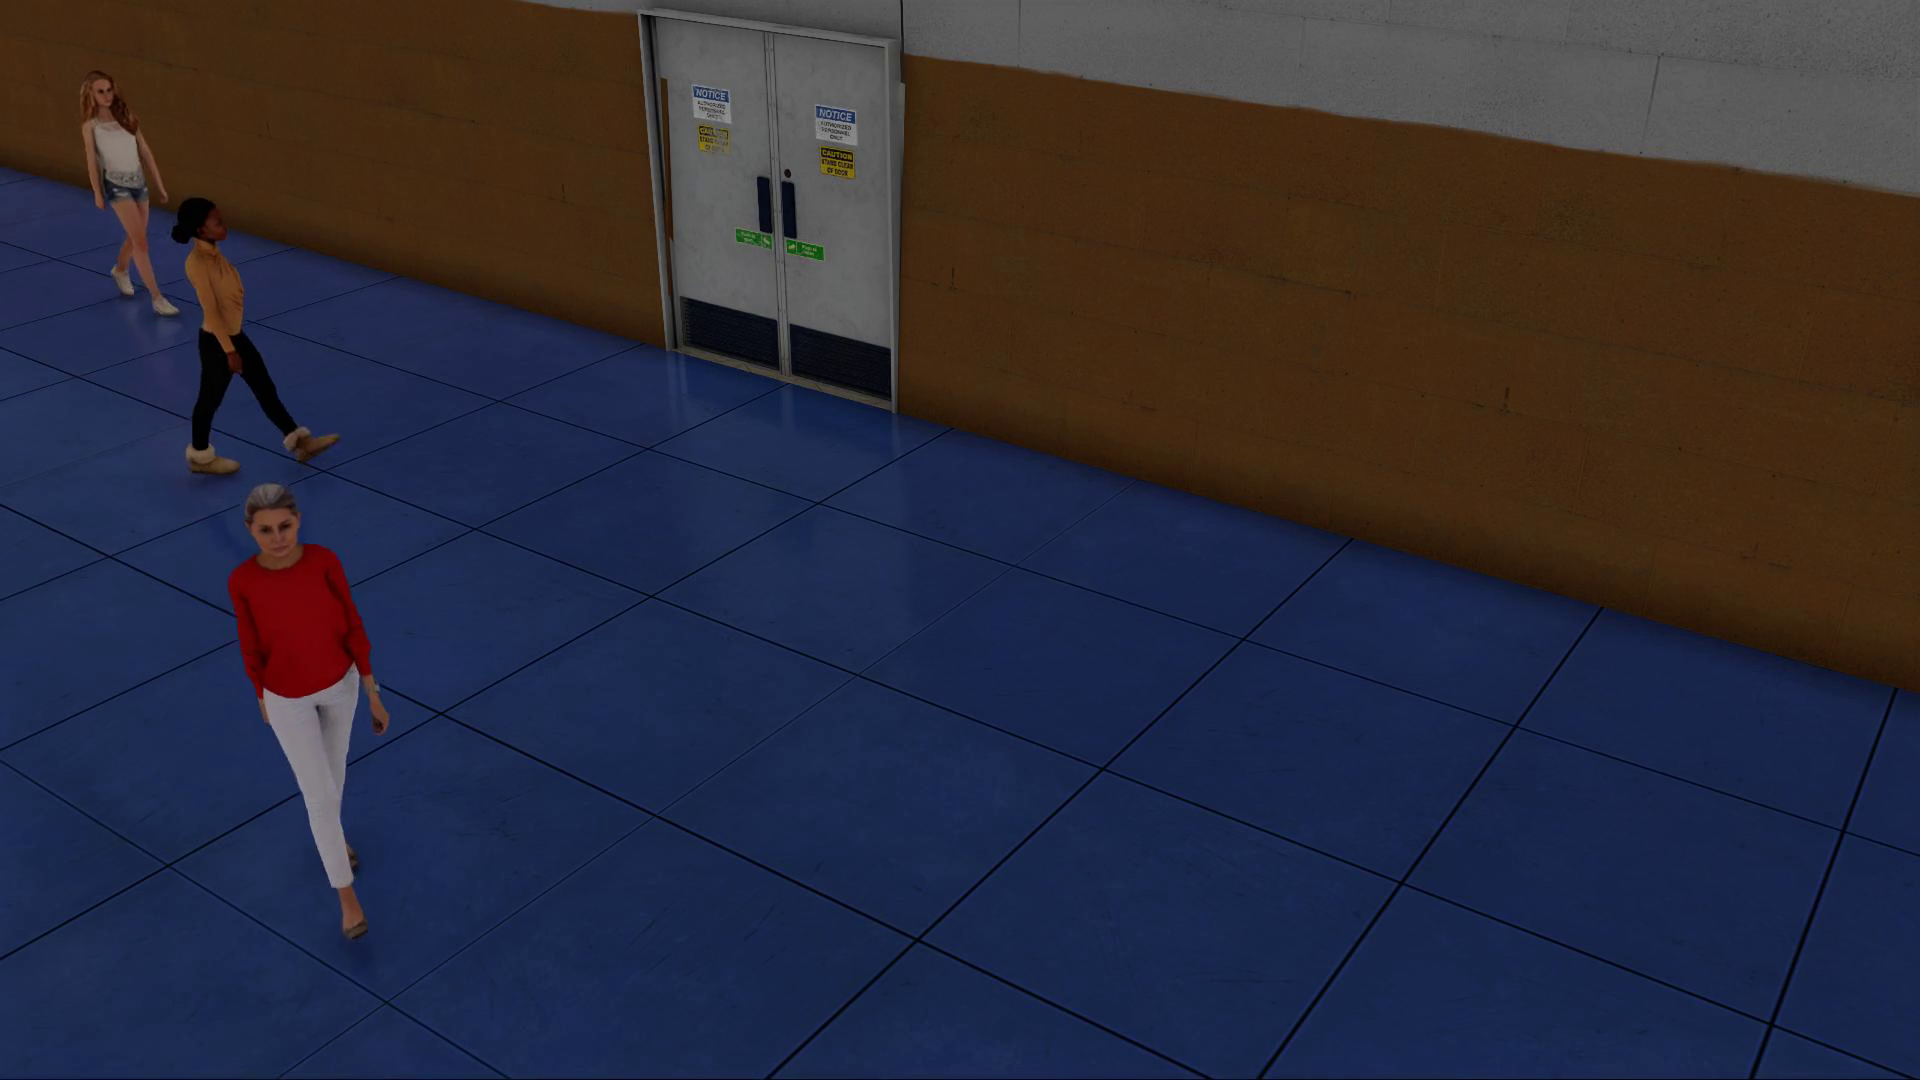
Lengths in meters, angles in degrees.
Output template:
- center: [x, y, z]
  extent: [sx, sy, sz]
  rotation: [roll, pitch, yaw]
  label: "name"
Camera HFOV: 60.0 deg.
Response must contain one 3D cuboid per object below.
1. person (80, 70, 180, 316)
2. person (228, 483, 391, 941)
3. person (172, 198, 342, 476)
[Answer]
- center: [-6.099, -2.520, 12.069]
  extent: [0.644, 1.725, 1.042]
  rotation: [16, 31, 28]
  label: "person"
- center: [-2.389, 0.544, 6.101]
  extent: [1.037, 1.659, 0.862]
  rotation: [-18, 32, -31]
  label: "person"
- center: [-4.234, -1.095, 9.378]
  extent: [1.119, 1.618, 1.094]
  rotation: [-3, 27, -6]
  label: "person"
